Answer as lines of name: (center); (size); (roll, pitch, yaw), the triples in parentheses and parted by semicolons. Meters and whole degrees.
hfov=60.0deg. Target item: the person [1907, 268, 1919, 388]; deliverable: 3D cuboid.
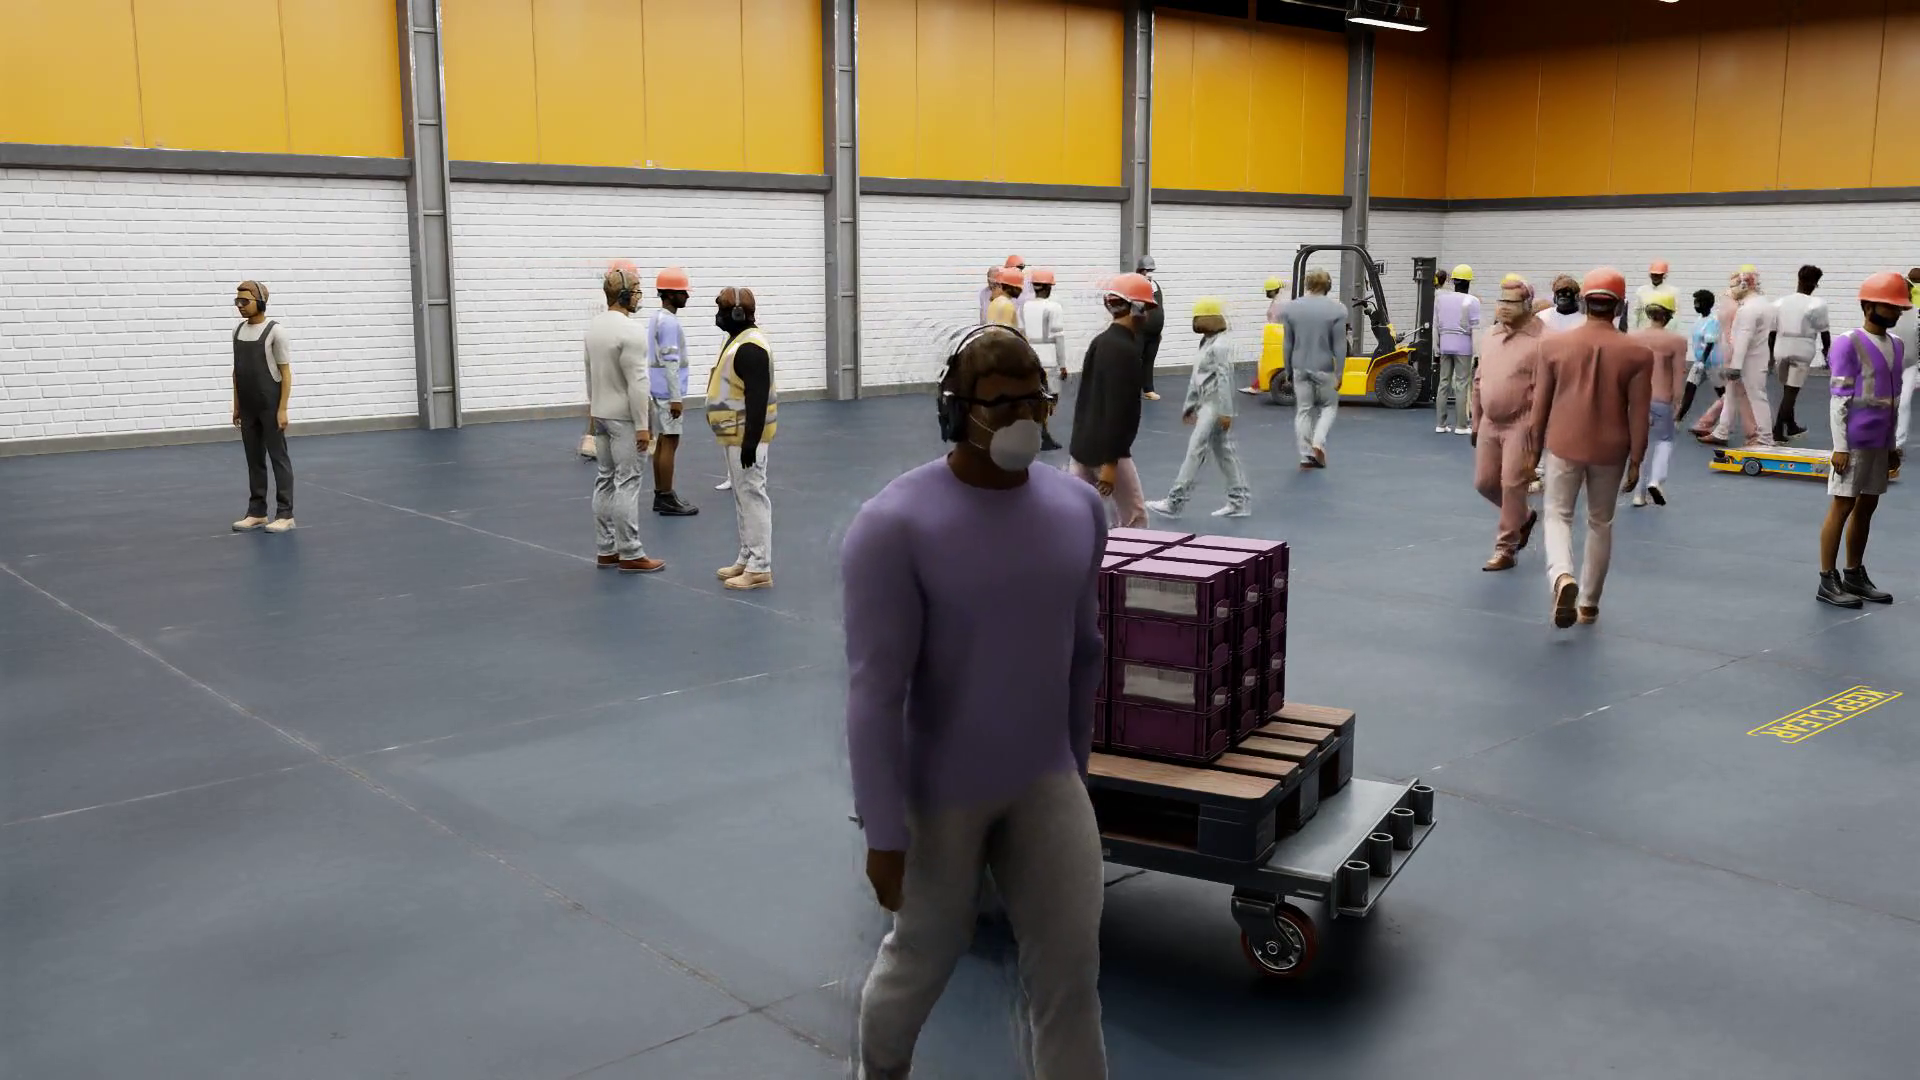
person: (14.651, -3.261, 25.610); (0.625, 1.846, 0.429); (5, 11, 28)

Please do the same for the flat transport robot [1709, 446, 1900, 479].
flat transport robot: (7.737, -0.709, 15.266); (0.652, 0.197, 1.431); (-8, 13, -41)

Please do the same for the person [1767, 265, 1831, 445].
person: (9.106, -1.994, 17.963); (0.919, 1.914, 0.607); (-6, 11, -30)

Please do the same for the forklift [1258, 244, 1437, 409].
forklift: (5.256, -2.933, 22.661); (2.313, 2.155, 1.214); (3, 10, 16)

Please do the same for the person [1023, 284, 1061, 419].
person: (1.005, -2.430, 20.664); (0.521, 1.873, 0.336); (3, 10, 18)

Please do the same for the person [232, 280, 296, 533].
person: (-5.133, -0.972, 12.206); (0.506, 1.846, 0.346); (4, 10, 20)

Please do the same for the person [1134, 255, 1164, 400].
person: (2.610, -2.967, 23.311); (0.688, 2.000, 0.536); (-7, 12, -35)

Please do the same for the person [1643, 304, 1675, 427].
person: (8.133, -2.111, 19.556); (0.406, 1.613, 0.535); (-5, 11, -26)

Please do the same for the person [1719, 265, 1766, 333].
person: (11.584, -3.120, 24.687); (0.595, 1.874, 0.991); (2, 10, 11)

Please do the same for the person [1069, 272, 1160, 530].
person: (0.781, -0.480, 9.079); (1.054, 1.933, 0.660); (-3, 10, -16)

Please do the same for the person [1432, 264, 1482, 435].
person: (5.648, -2.155, 18.885); (0.366, 1.926, 0.594); (-9, 13, -41)

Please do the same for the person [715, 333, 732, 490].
person: (-1.888, -1.220, 14.256); (0.310, 1.640, 0.514); (-9, 13, -41)

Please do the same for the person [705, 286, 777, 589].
person: (-1.335, -0.623, 10.168); (0.429, 1.841, 0.633); (-3, 10, -14)

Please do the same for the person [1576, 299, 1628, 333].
person: (7.085, -2.076, 18.483); (0.625, 1.902, 0.498); (4, 10, 22)

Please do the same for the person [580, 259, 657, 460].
person: (-3.375, -1.788, 16.556); (0.621, 1.999, 1.027); (9, 13, 44)

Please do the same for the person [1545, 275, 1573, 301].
person: (7.685, -2.492, 21.292); (0.962, 1.784, 0.591); (-6, 11, -30)

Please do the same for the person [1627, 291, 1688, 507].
person: (5.583, -1.128, 13.411); (0.521, 1.748, 0.373); (7, 12, 36)

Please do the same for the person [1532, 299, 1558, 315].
person: (5.557, -1.523, 16.109); (0.722, 1.619, 0.518); (-9, 13, -44)

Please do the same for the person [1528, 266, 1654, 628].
person: (3.380, -0.482, 8.953); (0.613, 1.976, 0.795); (3, 10, 18)

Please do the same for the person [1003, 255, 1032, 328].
person: (0.803, -3.156, 24.409); (0.393, 2.041, 0.614); (6, 11, 30)

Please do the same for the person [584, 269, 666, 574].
person: (-2.171, -0.754, 10.653); (0.371, 1.939, 0.629); (-8, 12, -39)

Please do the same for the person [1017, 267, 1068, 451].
person: (0.833, -1.838, 17.074); (0.564, 1.920, 0.718); (9, 13, 43)

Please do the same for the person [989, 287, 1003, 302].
person: (0.532, -2.777, 23.531); (0.883, 1.579, 0.504); (-1, 10, -8)

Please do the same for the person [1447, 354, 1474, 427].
person: (5.913, -2.132, 19.676); (0.375, 1.614, 0.536); (4, 11, 23)

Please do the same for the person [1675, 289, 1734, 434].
person: (8.395, -1.999, 18.780); (0.881, 1.630, 0.552); (0, 10, -2)

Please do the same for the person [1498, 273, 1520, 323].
person: (7.759, -2.813, 23.144); (0.595, 1.793, 0.901); (-8, 13, -41)

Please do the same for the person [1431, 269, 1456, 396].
person: (6.933, -2.991, 24.026); (0.526, 1.851, 0.792); (-7, 12, -37)

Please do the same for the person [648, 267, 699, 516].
person: (-2.248, -1.161, 13.036); (0.378, 1.936, 0.548); (-3, 10, -18)

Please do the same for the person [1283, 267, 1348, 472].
person: (3.328, -1.592, 15.598); (0.644, 1.924, 0.434); (5, 11, 29)

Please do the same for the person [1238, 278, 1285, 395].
person: (4.532, -2.915, 23.982); (0.878, 1.708, 0.521); (-1, 10, -4)

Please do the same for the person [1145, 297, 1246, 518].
person: (1.829, -1.005, 12.790); (0.875, 1.696, 0.513); (-1, 10, -6)

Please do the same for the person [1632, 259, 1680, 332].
person: (9.524, -2.853, 22.834); (0.614, 1.972, 0.455); (7, 12, 34)

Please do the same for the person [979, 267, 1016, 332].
person: (0.459, -2.960, 23.803); (0.644, 1.856, 0.960); (7, 12, 35)

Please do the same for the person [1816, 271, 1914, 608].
person: (5.255, -0.577, 9.627); (0.544, 1.935, 0.361); (-5, 11, -28)

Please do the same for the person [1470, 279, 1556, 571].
person: (3.632, -0.751, 10.823); (0.646, 1.886, 0.646); (-6, 12, -33)

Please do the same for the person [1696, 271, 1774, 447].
person: (8.151, -1.870, 17.413); (0.872, 1.860, 0.671); (5, 11, 27)

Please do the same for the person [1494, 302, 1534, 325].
person: (7.990, -2.913, 24.047); (0.612, 1.687, 0.352); (5, 11, 25)

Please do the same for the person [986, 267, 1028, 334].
person: (0.471, -1.916, 17.575); (0.624, 1.895, 0.614); (-5, 11, -29)

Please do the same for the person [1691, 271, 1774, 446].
person: (8.249, -1.908, 17.605); (0.866, 1.878, 0.660); (5, 11, 29)

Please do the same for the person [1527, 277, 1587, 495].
person: (5.107, -1.296, 14.111); (0.637, 1.842, 0.429); (5, 11, 26)

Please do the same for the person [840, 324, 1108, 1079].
person: (0.067, 0.513, 3.391); (0.648, 1.894, 0.929); (-6, 11, -32)

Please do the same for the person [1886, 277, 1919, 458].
person: (9.347, -1.687, 16.489); (0.548, 1.812, 0.992); (8, 12, 38)
